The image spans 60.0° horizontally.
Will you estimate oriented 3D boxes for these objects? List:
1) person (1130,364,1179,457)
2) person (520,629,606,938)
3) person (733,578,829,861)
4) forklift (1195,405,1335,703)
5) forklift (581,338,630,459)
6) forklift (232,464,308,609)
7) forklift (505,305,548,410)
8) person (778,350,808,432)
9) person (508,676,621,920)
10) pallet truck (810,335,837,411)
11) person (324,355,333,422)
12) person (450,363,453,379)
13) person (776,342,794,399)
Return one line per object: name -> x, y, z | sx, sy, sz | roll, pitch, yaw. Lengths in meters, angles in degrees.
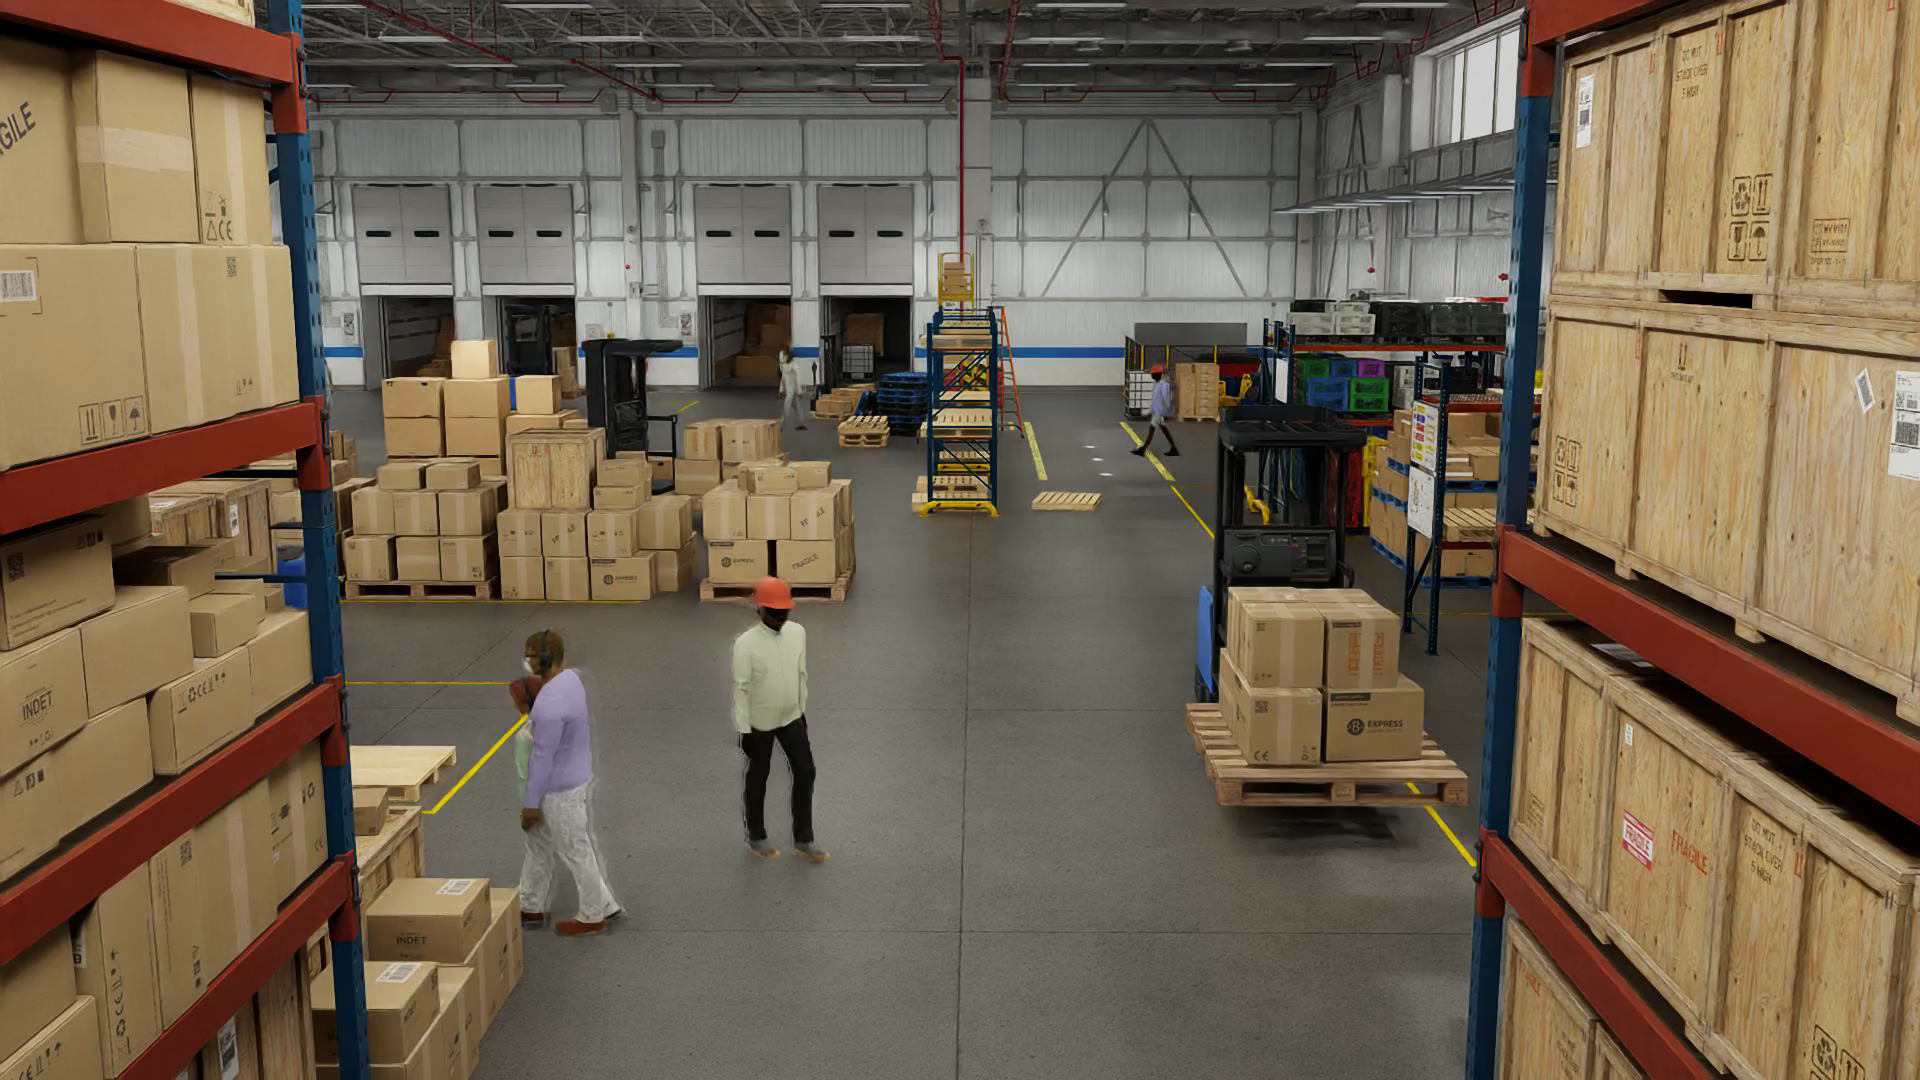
person -> 3.985, -2.614, 33.670 | 1.021, 1.878, 0.561 | -1, 10, -6
person -> -2.534, 1.476, 9.968 | 0.829, 1.910, 0.662 | -1, 10, -4
person -> -1.198, 1.232, 11.215 | 0.665, 1.963, 0.796 | -9, 13, -42
forklift -> 2.695, 0.230, 14.375 | 1.129, 2.768, 1.873 | 0, 10, 1
forklift -> -5.320, -1.639, 25.159 | 1.873, 2.768, 1.129 | 3, 10, 15
forklift -> -7.470, -0.202, 16.865 | 1.873, 2.768, 1.129 | 0, 10, 0
forklift -> -10.736, -4.433, 41.277 | 1.129, 2.768, 1.873 | 0, 10, 1
person -> -3.955, -3.430, 38.378 | 1.032, 1.878, 0.651 | -5, 11, -28
person -> -2.493, 1.593, 10.247 | 0.865, 1.582, 0.568 | 2, 10, 11
pallet truck -> -3.021, -4.312, 43.126 | 1.885, 1.965, 0.823 | 3, 10, 17
person -> -15.311, -3.629, 39.951 | 0.491, 1.729, 0.403 | -5, 11, -29
person -> -10.385, -2.805, 34.734 | 0.867, 1.888, 0.651 | 5, 11, 28
person -> -4.932, -4.791, 47.059 | 0.536, 1.593, 0.856 | 7, 12, 36
